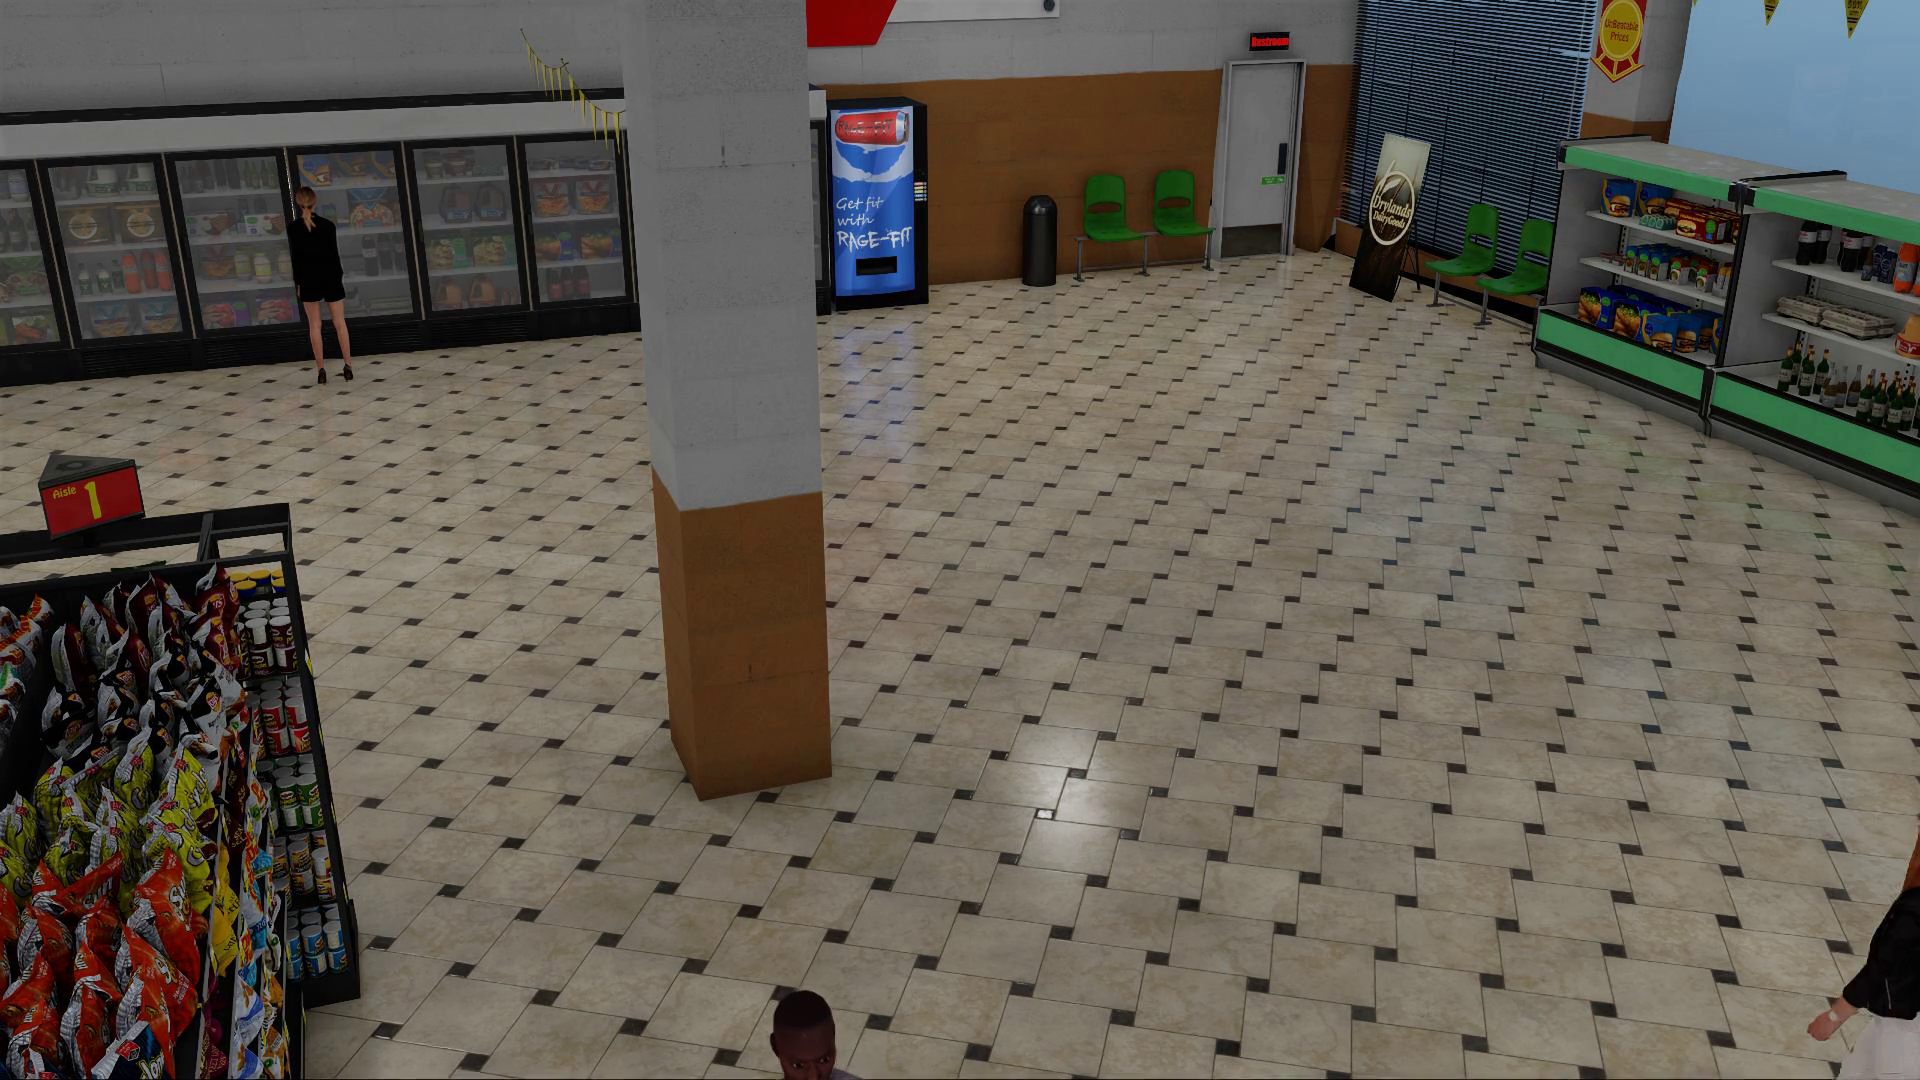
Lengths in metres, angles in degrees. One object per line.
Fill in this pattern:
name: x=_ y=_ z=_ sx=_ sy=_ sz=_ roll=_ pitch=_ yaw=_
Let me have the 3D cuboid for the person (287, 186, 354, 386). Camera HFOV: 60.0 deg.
person: x=-5.736 y=-2.277 z=14.889 sx=0.584 sy=1.767 sz=0.543 roll=-10 pitch=24 yaw=-24
